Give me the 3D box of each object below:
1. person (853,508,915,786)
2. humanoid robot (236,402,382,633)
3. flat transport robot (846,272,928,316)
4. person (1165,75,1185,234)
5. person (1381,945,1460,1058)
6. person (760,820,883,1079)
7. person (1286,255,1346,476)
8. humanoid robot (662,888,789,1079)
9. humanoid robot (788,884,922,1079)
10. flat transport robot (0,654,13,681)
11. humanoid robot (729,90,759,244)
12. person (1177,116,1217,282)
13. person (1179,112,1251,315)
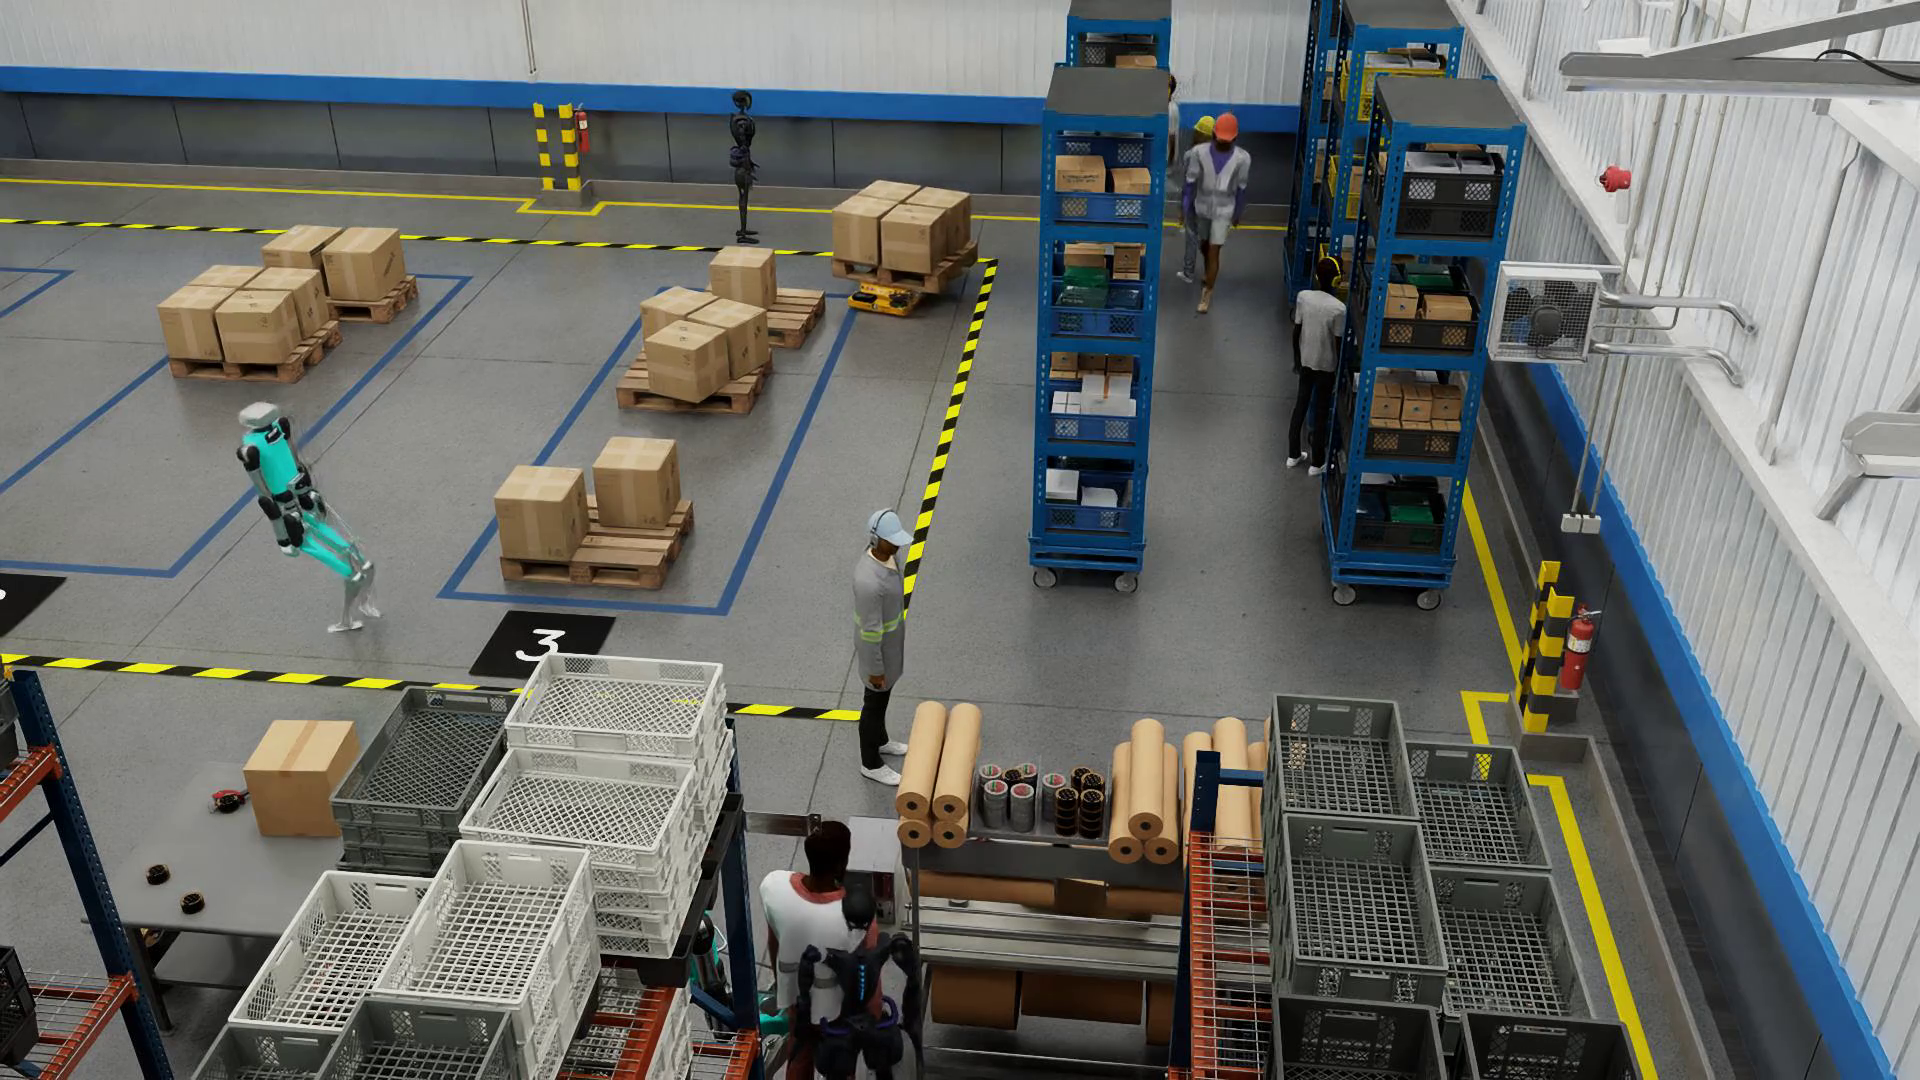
[{"bbox_3d":[-0.442,0.625,10.028,0.388,1.849,0.597,4,30,7],"label":"person"},{"bbox_3d":[-4.367,-0.105,11.402,0.808,1.769,0.559,4,30,7],"label":"humanoid robot"},{"bbox_3d":[-0.571,-2.720,17.317,0.652,0.197,1.431,13,32,21],"label":"flat transport robot"},{"bbox_3d":[2.310,-4.261,18.432,0.924,1.829,0.519,2,30,3],"label":"person"},{"bbox_3d":[2.103,2.323,7.164,0.699,1.810,0.649,9,31,15],"label":"person"},{"bbox_3d":[-0.610,2.055,7.519,0.589,1.908,0.414,15,34,25],"label":"person"},{"bbox_3d":[2.918,-1.418,13.516,0.328,1.873,0.518,-25,38,-36],"label":"person"},{"bbox_3d":[-1.008,2.009,7.630,0.735,1.677,0.533,-17,34,-26],"label":"humanoid robot"},{"bbox_3d":[-0.476,2.207,7.479,0.611,1.653,0.343,-7,31,-12],"label":"humanoid robot"},{"bbox_3d":[-7.142,0.969,11.010,1.431,0.231,0.659,3,30,6],"label":"flat transport robot"},{"bbox_3d":[-2.377,-4.135,18.364,0.315,1.655,0.599,-2,30,-4],"label":"humanoid robot"},{"bbox_3d":[2.512,-3.541,17.286,0.492,1.745,0.286,-8,31,-13],"label":"person"},{"bbox_3d":[2.579,-3.367,16.742,0.625,1.999,0.982,10,32,17],"label":"person"}]
